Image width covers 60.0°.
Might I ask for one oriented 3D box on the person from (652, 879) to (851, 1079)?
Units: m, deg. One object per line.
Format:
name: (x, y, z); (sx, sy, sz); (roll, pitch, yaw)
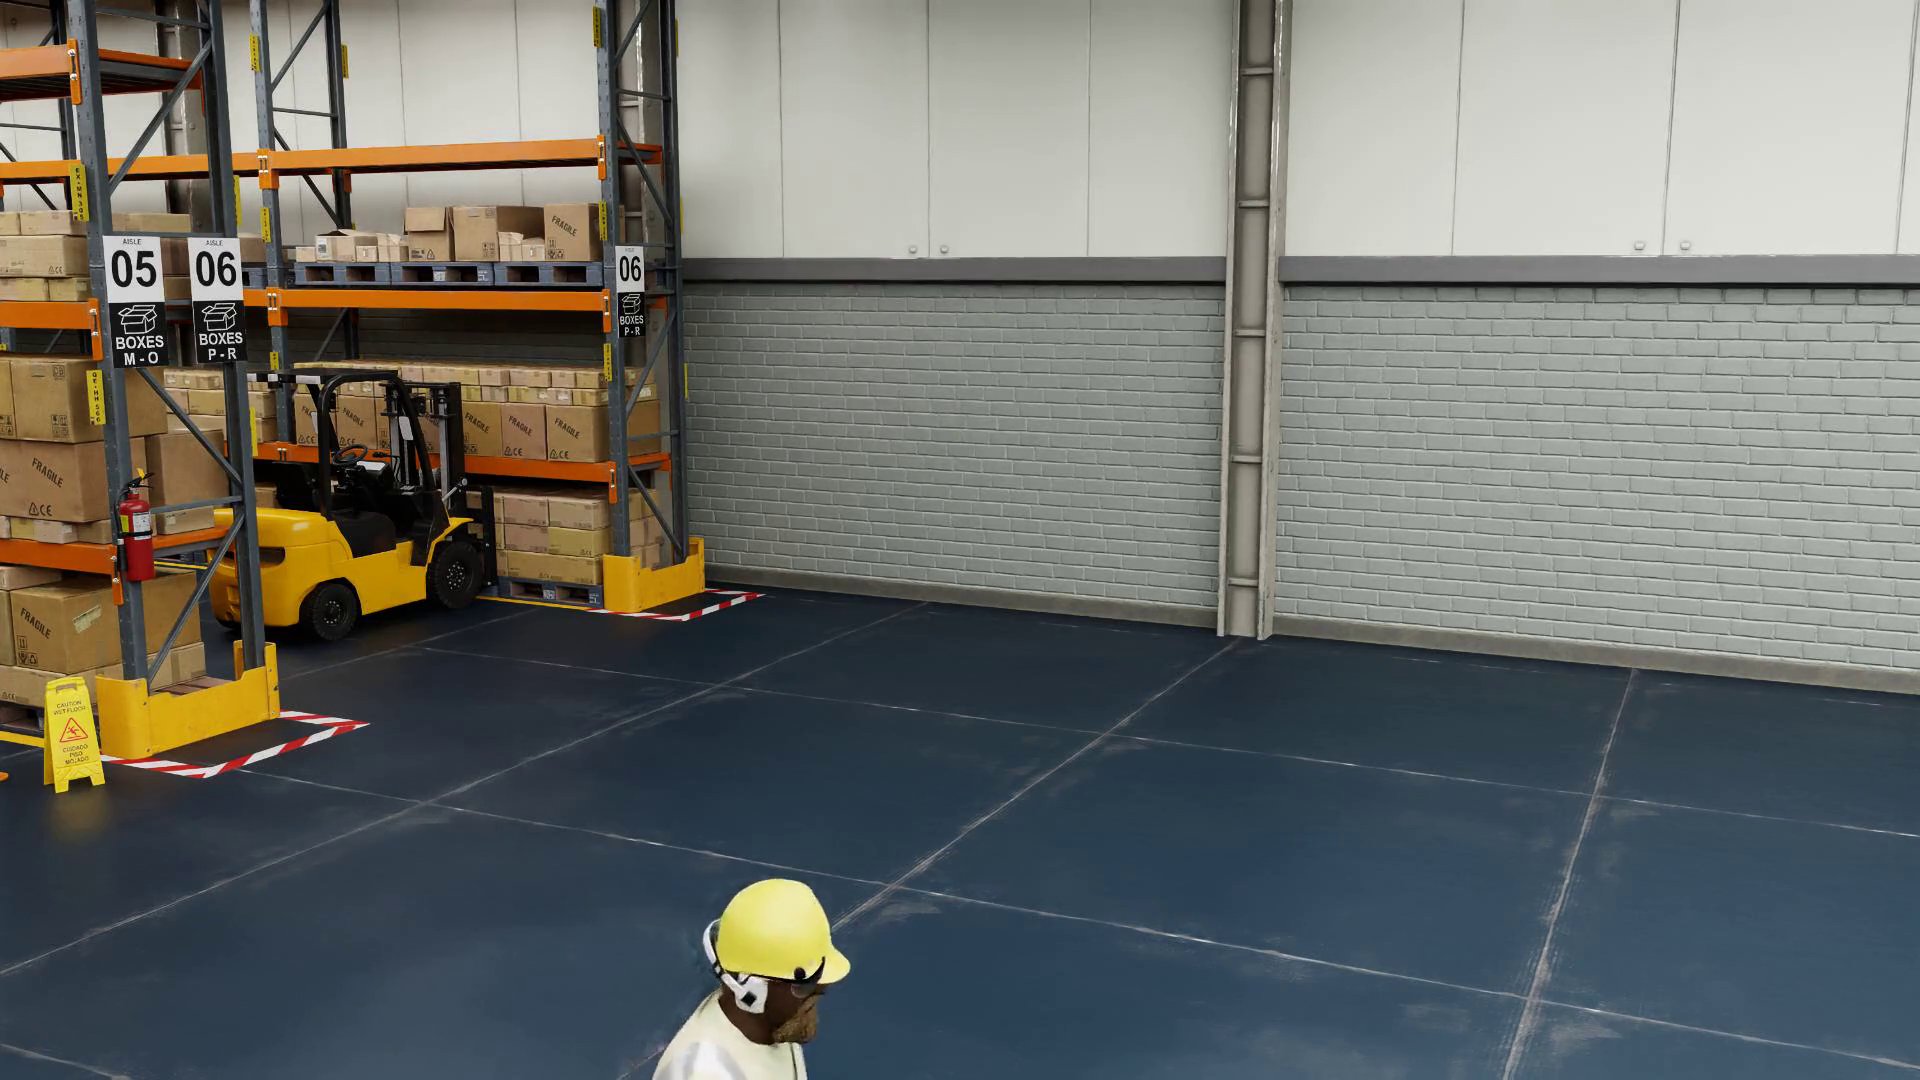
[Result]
person: (-0.610, 1.570, 3.634); (0.897, 1.779, 0.600); (2, 10, 13)
